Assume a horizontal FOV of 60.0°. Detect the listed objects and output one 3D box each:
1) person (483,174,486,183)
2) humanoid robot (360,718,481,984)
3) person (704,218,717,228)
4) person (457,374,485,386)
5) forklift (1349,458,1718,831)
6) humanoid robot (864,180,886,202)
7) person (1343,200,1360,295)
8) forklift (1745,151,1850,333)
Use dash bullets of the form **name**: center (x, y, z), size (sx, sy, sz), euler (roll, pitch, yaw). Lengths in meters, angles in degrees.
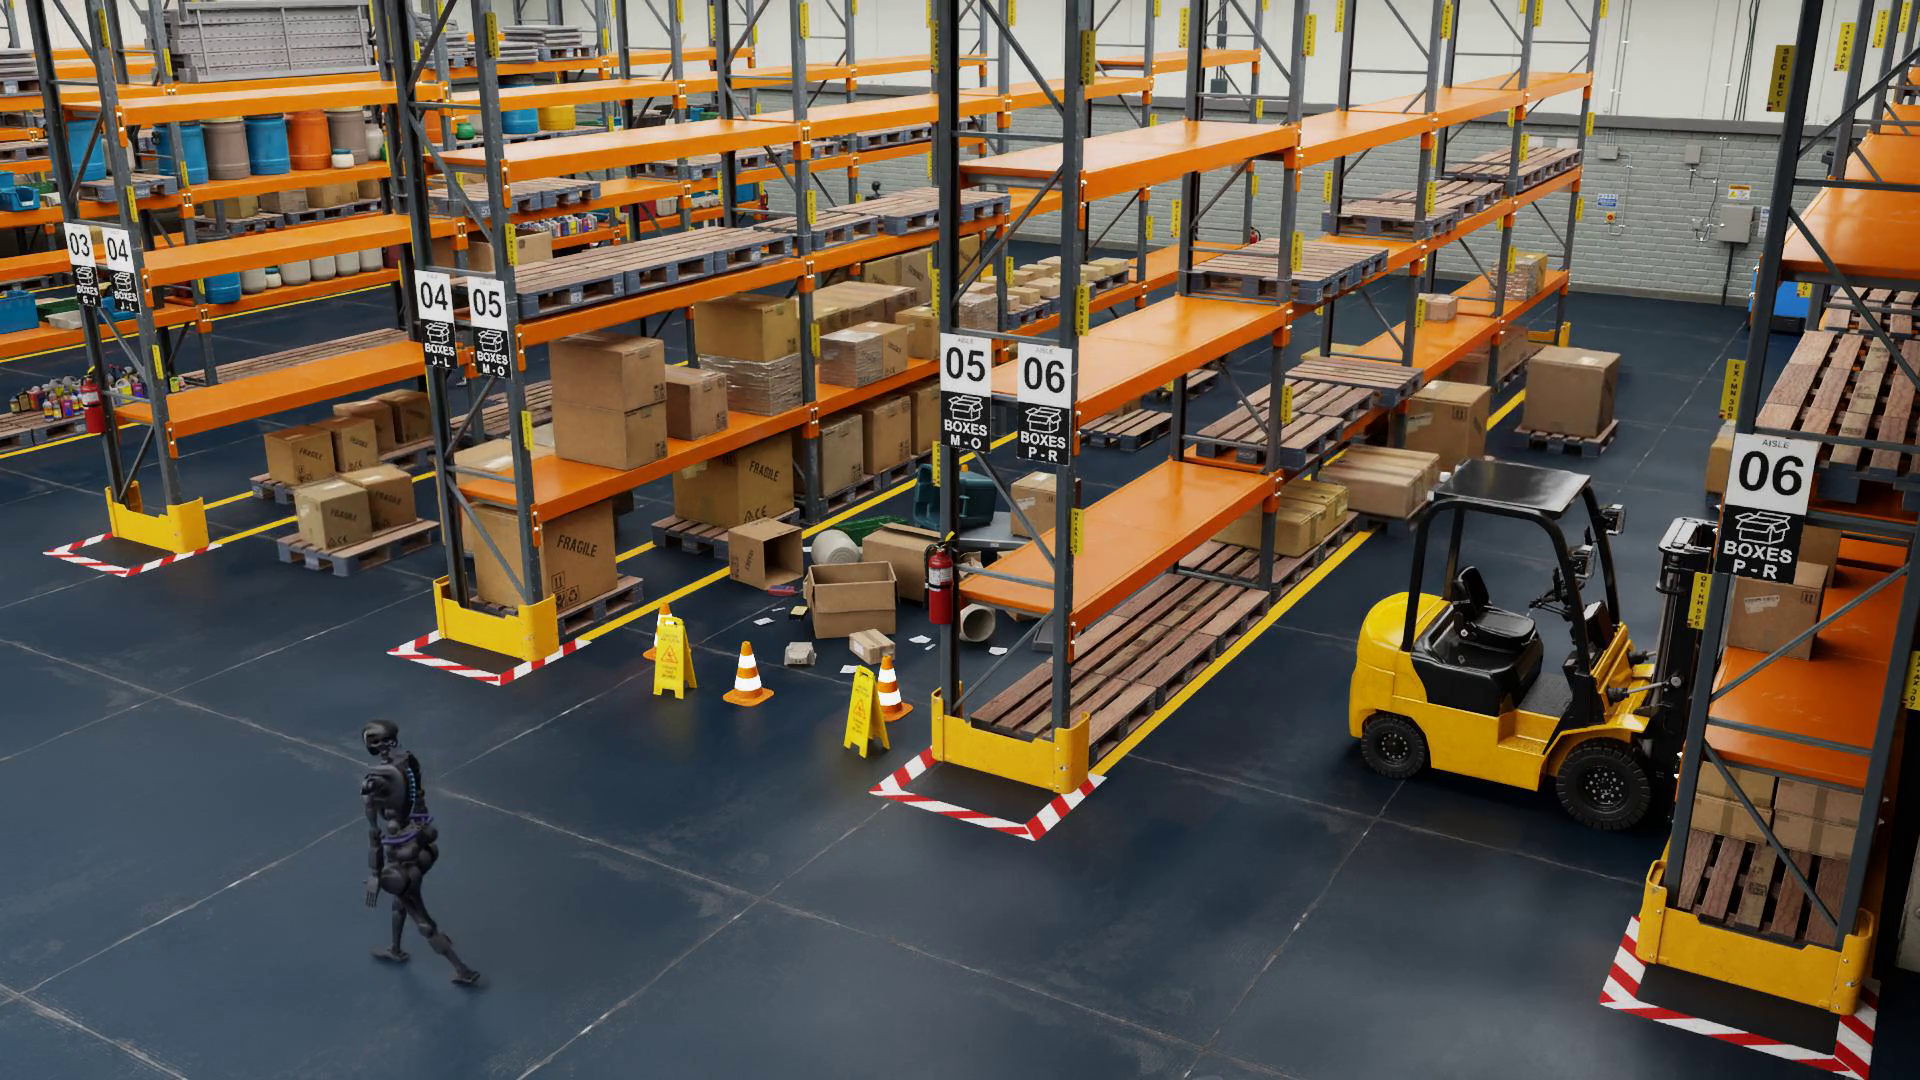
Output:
- **person**: center (-10.387, -7.723, 36.600), size (0.335, 1.800, 0.527), euler (7, 20, 20)
- **humanoid robot**: center (-3.120, 1.776, 9.436), size (0.784, 1.637, 0.614), euler (4, 19, 12)
- **person**: center (-5.238, -7.064, 34.868), size (0.491, 1.688, 0.348), euler (-6, 20, -16)
- **person**: center (-6.862, -3.062, 23.259), size (0.576, 1.704, 0.896), euler (5, 20, 14)
- **forklift**: center (3.988, 0.658, 11.776), size (2.313, 2.155, 1.214), euler (11, 22, 29)
- **humanoid robot**: center (-1.599, -6.141, 32.263), size (0.598, 1.647, 0.694), euler (-9, 21, -25)
- **person**: center (6.938, -5.137, 29.304), size (0.385, 1.684, 0.534), euler (14, 24, 35)
- **forklift**: center (13.620, -4.667, 26.137), size (1.873, 2.768, 1.129), euler (11, 22, 29)
